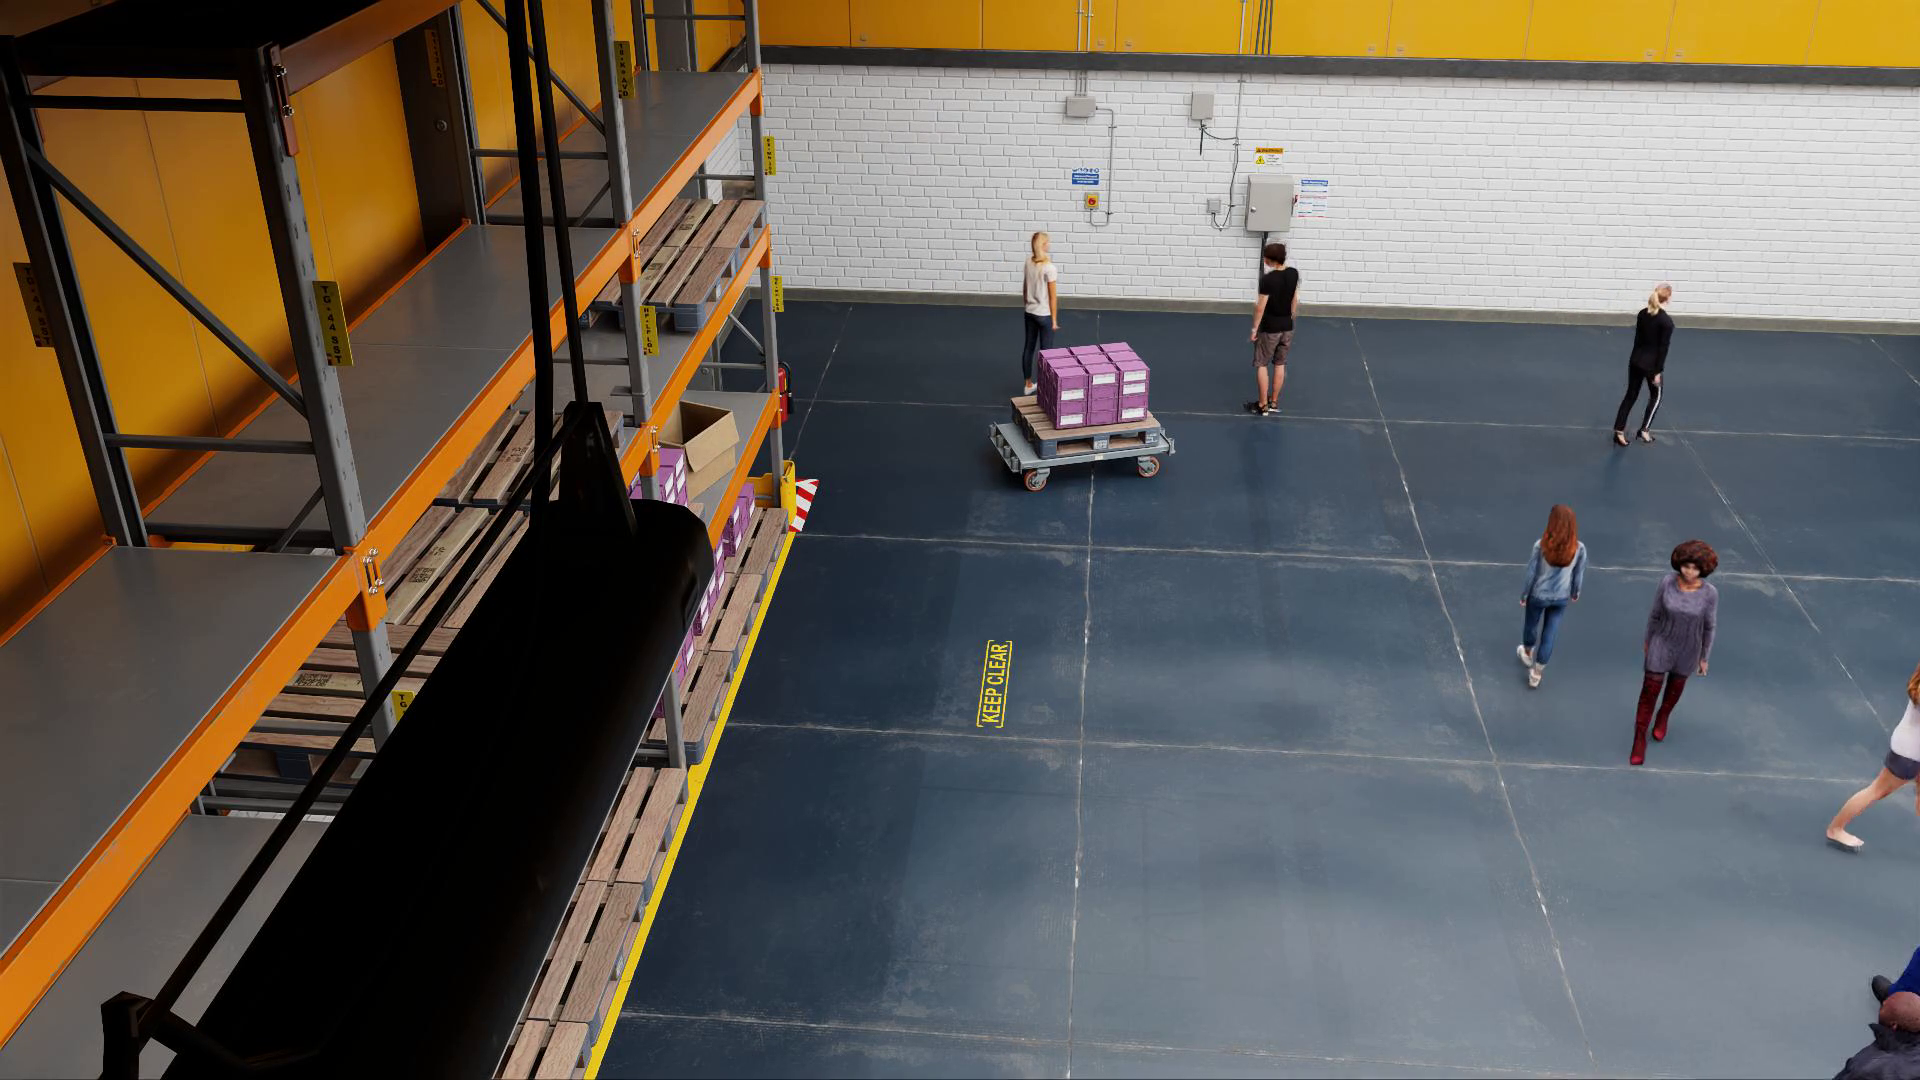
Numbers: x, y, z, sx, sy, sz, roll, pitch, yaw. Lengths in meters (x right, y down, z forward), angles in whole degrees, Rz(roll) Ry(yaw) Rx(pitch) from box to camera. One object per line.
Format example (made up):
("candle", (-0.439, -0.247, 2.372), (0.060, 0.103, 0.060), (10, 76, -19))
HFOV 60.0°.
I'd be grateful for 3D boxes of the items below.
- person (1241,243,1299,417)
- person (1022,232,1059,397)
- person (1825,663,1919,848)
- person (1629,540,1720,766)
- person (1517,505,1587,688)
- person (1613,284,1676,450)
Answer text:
("person", (3.231, -2.190, 17.114), (0.803, 1.849, 0.808), (-7, 29, -13))
("person", (0.827, -2.348, 17.446), (0.708, 1.808, 0.663), (-25, 37, -37))
("person", (6.078, 1.358, 10.796), (0.957, 1.671, 1.092), (15, 32, 25))
("person", (5.136, 0.744, 11.911), (0.855, 1.681, 1.083), (14, 31, 23))
("person", (4.493, 0.461, 12.659), (0.628, 1.462, 0.777), (5, 29, 8))
("person", (6.669, -1.668, 16.331), (0.873, 1.684, 0.817), (-14, 32, -24))
